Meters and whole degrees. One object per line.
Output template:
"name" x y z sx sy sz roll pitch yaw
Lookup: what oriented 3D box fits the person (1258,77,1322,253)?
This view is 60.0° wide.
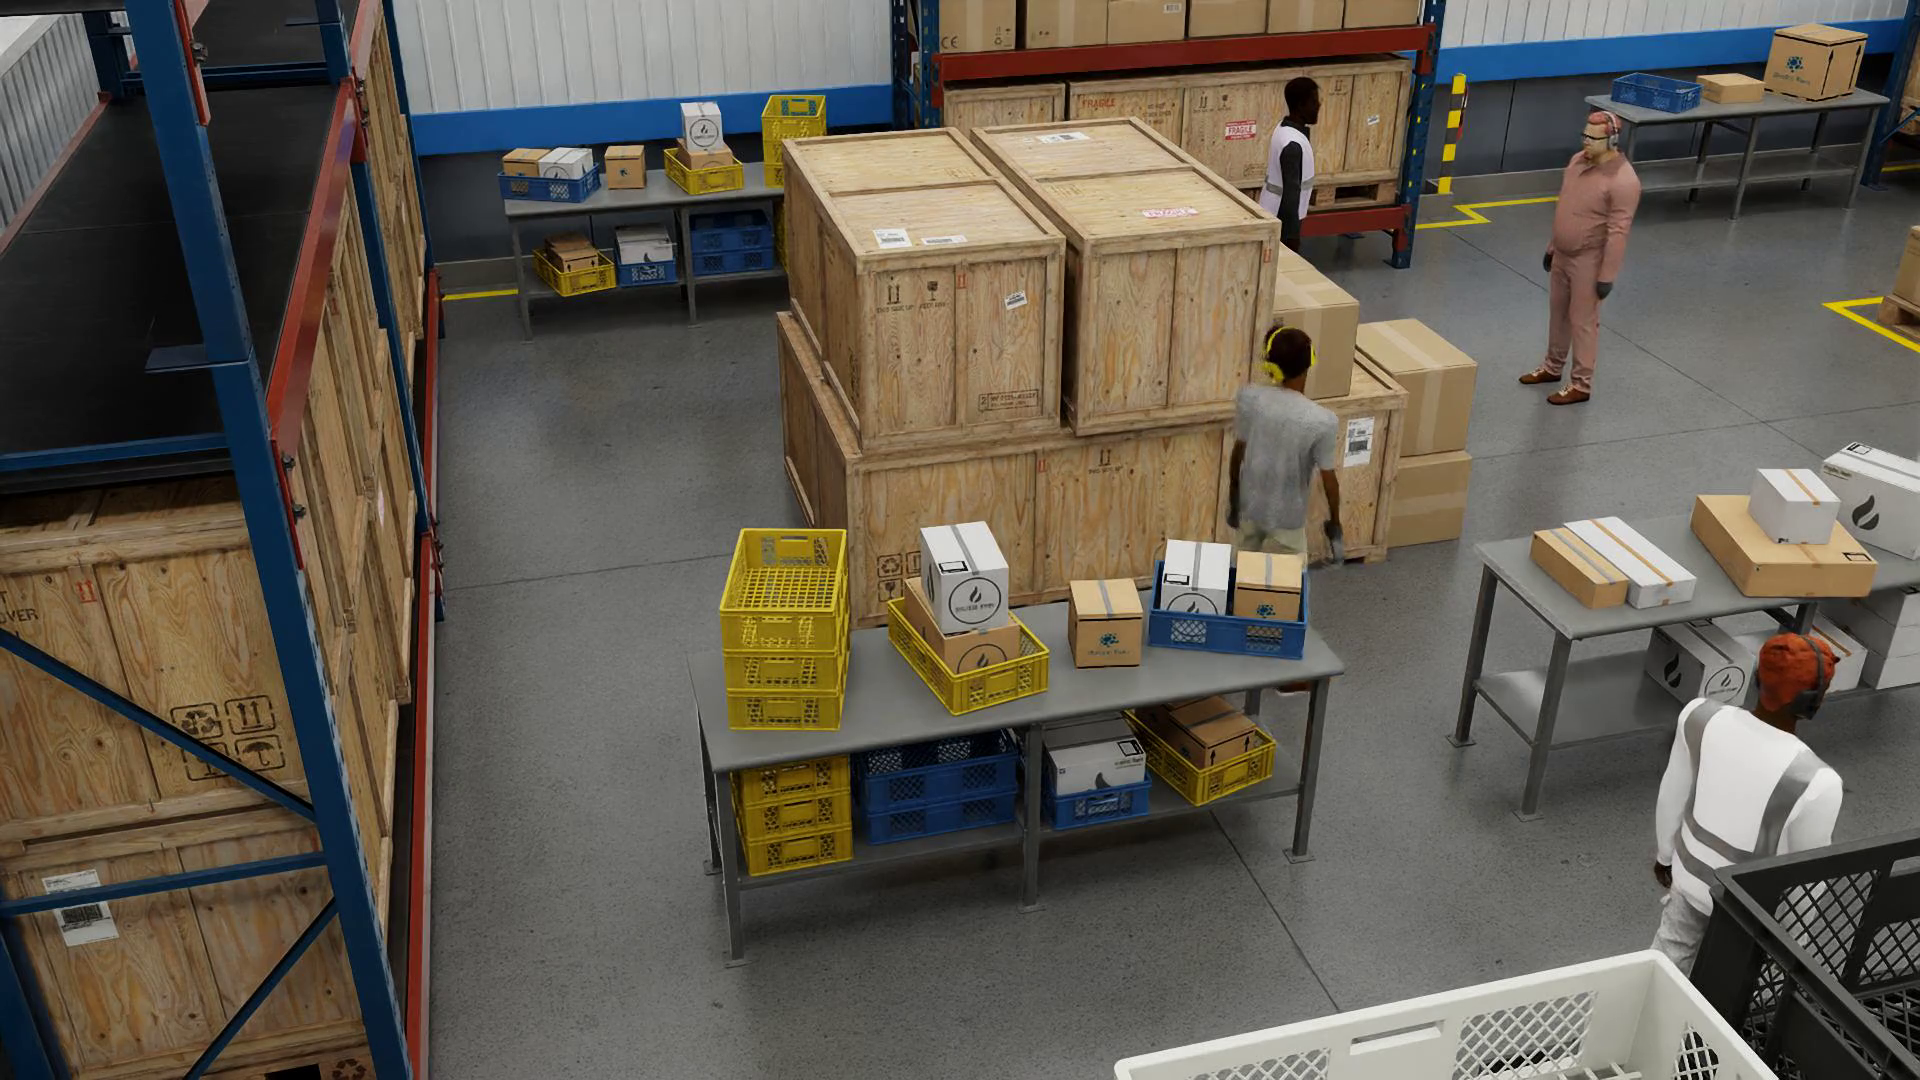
"person" 2.232 -2.201 11.387 0.392 1.922 0.591 2 29 4

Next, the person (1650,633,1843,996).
"person" 2.491 1.128 5.379 0.354 1.887 0.573 -16 33 -26

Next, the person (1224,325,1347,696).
"person" 1.481 -0.093 7.630 0.627 1.849 0.433 20 34 31

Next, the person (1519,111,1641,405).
"person" 3.992 -1.811 10.707 0.401 1.900 0.651 -6 30 -12
